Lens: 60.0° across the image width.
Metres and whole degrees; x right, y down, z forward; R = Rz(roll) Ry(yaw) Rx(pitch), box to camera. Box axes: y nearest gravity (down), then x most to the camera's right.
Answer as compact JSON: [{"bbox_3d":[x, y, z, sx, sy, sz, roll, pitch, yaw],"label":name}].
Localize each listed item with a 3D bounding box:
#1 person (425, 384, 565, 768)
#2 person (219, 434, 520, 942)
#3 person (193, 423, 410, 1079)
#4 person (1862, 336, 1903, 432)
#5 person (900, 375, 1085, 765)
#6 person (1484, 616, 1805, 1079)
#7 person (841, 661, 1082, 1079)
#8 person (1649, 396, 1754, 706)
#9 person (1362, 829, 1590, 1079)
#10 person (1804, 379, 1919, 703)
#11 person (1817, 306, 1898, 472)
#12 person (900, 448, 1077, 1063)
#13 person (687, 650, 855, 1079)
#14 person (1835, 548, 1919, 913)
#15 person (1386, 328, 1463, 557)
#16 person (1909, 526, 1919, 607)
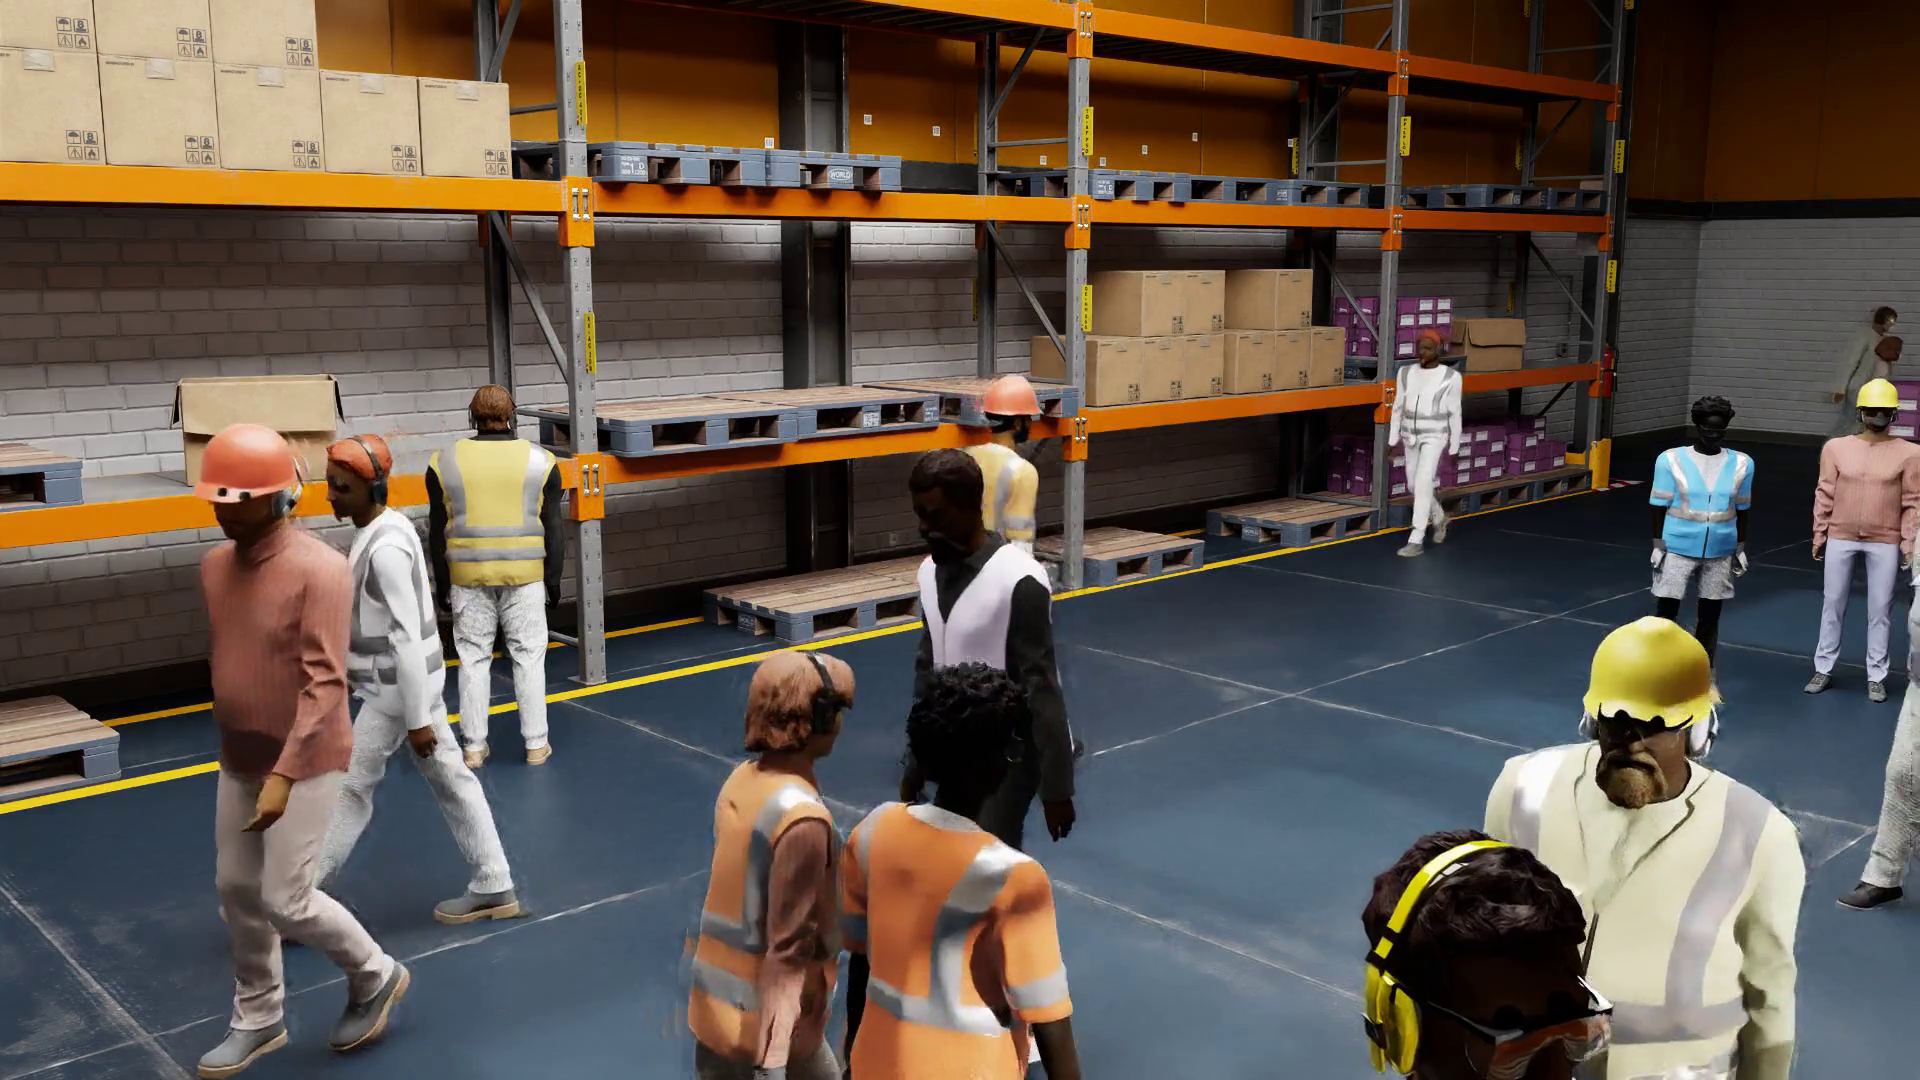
[{"bbox_3d":[-2.199,0.176,7.934,0.619,1.836,0.430,-3,10,-15],"label":"person"},{"bbox_3d":[-2.075,0.532,5.843,1.026,1.812,0.620,-3,10,-15],"label":"person"},{"bbox_3d":[-1.977,0.627,4.876,0.637,1.965,0.575,5,11,28],"label":"person"},{"bbox_3d":[9.690,-1.381,17.735,0.734,1.598,0.537,5,11,26],"label":"person"},{"bbox_3d":[0.145,0.179,7.744,0.982,1.898,0.547,-8,13,-40],"label":"person"},{"bbox_3d":[1.289,1.003,3.270,0.608,1.788,0.949,9,13,42],"label":"person"},{"bbox_3d":[0.055,1.056,3.240,0.803,1.659,0.546,-6,11,-32],"label":"person"},{"bbox_3d":[3.996,0.060,9.008,0.531,1.692,0.322,1,10,8],"label":"person"},{"bbox_3d":[0.511,1.205,1.783,0.538,1.869,0.312,-6,11,-31],"label":"person"},{"bbox_3d":[4.961,0.001,9.128,0.526,1.772,0.303,7,12,35],"label":"person"},{"bbox_3d":[10.009,-1.635,18.390,0.640,1.873,0.887,-10,14,-44],"label":"person"},{"bbox_3d":[0.056,0.666,4.878,0.549,1.885,0.627,-5,11,-27],"label":"person"},{"bbox_3d":[-0.367,1.030,3.574,0.762,1.590,0.533,-5,11,-27],"label":"person"},{"bbox_3d":[3.721,0.519,6.024,0.766,1.807,0.597,-3,10,-15],"label":"person"},{"bbox_3d":[3.868,-0.818,13.693,0.851,1.855,0.577,-9,13,-42],"label":"person"},{"bbox_3d":[4.939,0.147,7.966,0.586,1.866,1.015,9,13,43],"label":"person"}]
